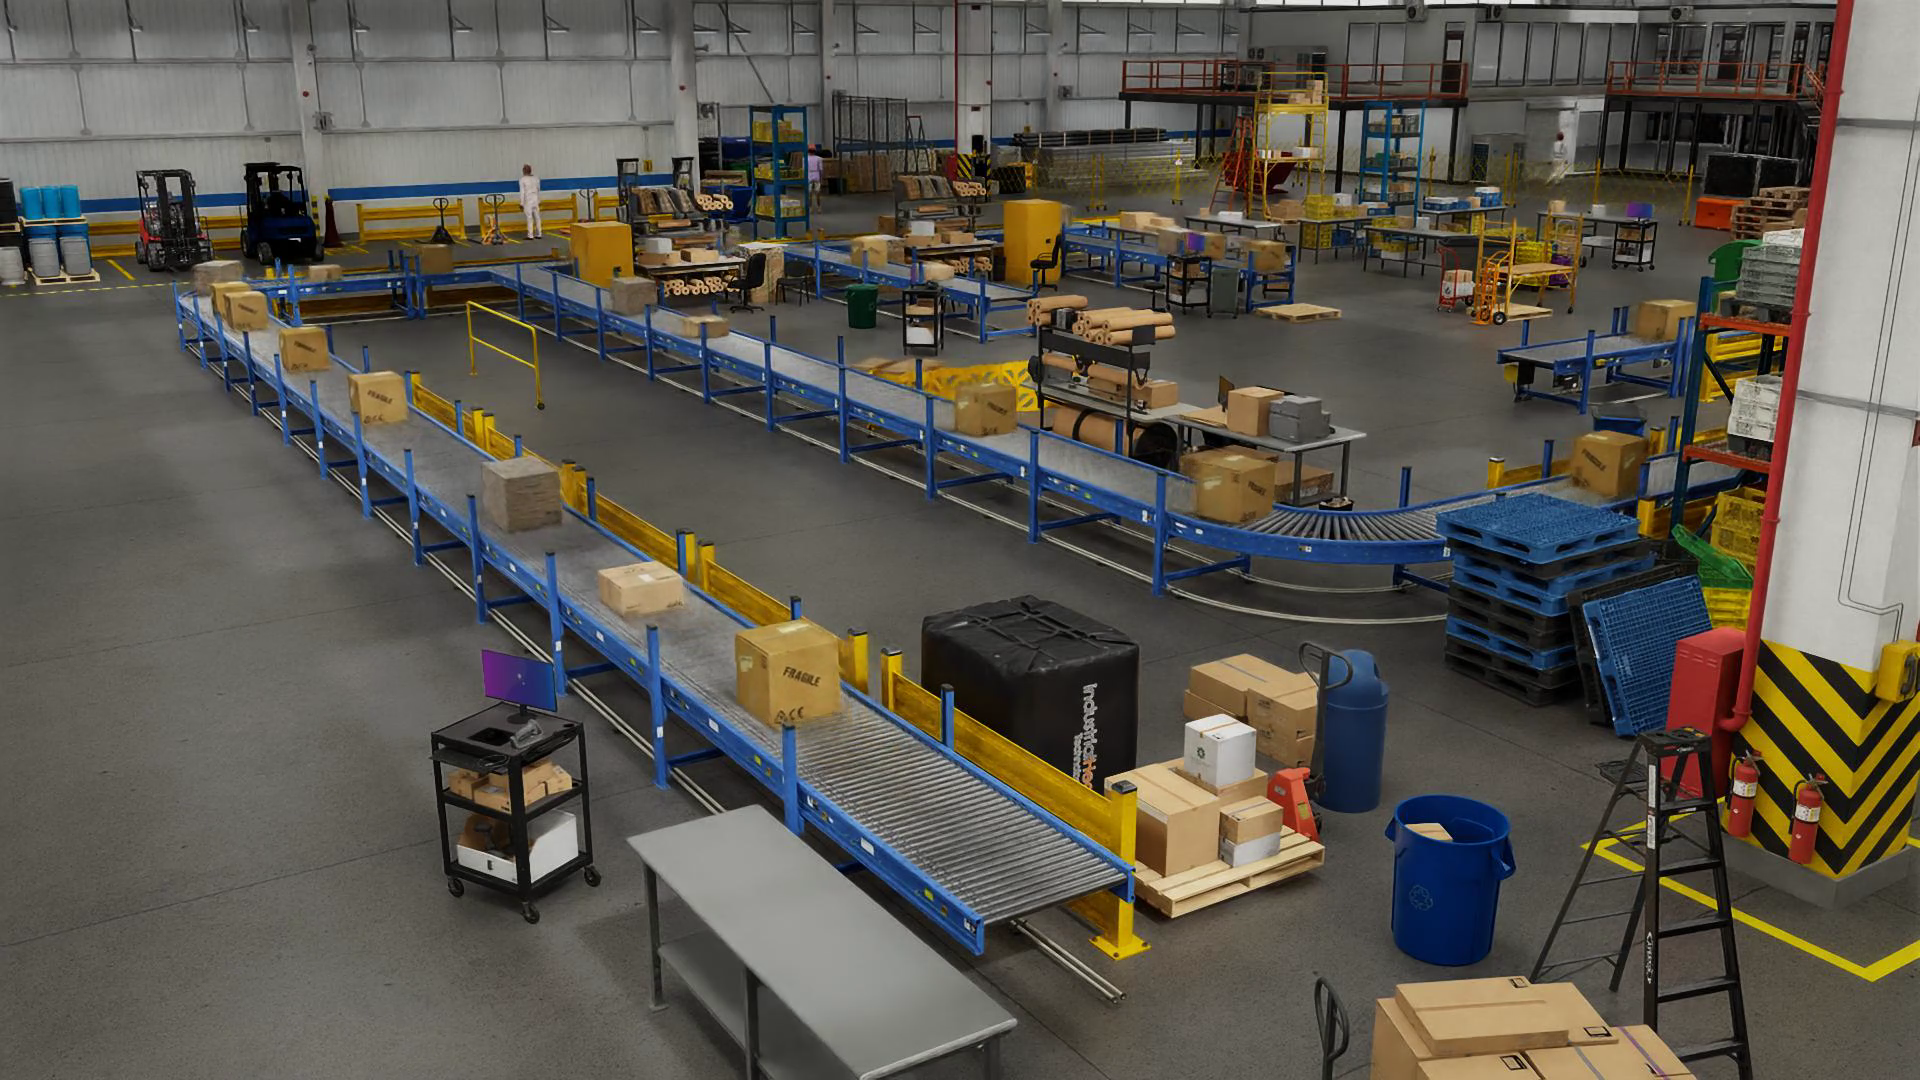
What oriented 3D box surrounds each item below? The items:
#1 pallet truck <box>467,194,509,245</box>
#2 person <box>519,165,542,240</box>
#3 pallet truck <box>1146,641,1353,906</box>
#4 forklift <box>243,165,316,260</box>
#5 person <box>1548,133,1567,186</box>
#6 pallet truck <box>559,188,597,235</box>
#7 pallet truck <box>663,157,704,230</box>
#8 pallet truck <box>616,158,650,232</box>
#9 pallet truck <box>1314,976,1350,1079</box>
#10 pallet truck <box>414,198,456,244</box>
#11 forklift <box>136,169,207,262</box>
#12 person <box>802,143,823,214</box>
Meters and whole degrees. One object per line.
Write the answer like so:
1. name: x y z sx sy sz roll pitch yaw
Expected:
1. pallet truck: -11.983 -8.177 42.137 0.704 1.261 1.522 -11 20 -33
2. person: -11.061 -8.671 42.727 0.399 1.910 0.643 13 21 36
3. pallet truck: 1.664 1.407 10.232 1.630 1.274 0.653 -10 20 -31
4. forklift: -15.898 -7.669 38.708 1.157 1.987 2.680 -11 20 -33
5. person: 20.951 -13.340 58.344 0.743 1.862 0.583 -10 19 -30
6. pallet truck: -10.010 -8.652 43.699 0.653 1.274 1.630 -10 20 -31
7. pallet truck: -7.586 -9.308 44.692 0.823 1.965 1.885 -11 20 -33
8. pallet truck: -8.918 -9.176 44.255 0.823 1.965 1.885 -9 19 -27
9. pallet truck: 2.299 2.390 7.086 1.601 1.201 0.680 -2 17 -7
10. pallet truck: -13.250 -8.060 41.856 0.680 1.201 1.601 -10 20 -31
11. forklift: -17.842 -7.318 37.559 1.157 1.987 2.680 -10 20 -31
12. person: -4.362 -10.671 49.150 0.609 2.044 0.394 -4 17 -12
